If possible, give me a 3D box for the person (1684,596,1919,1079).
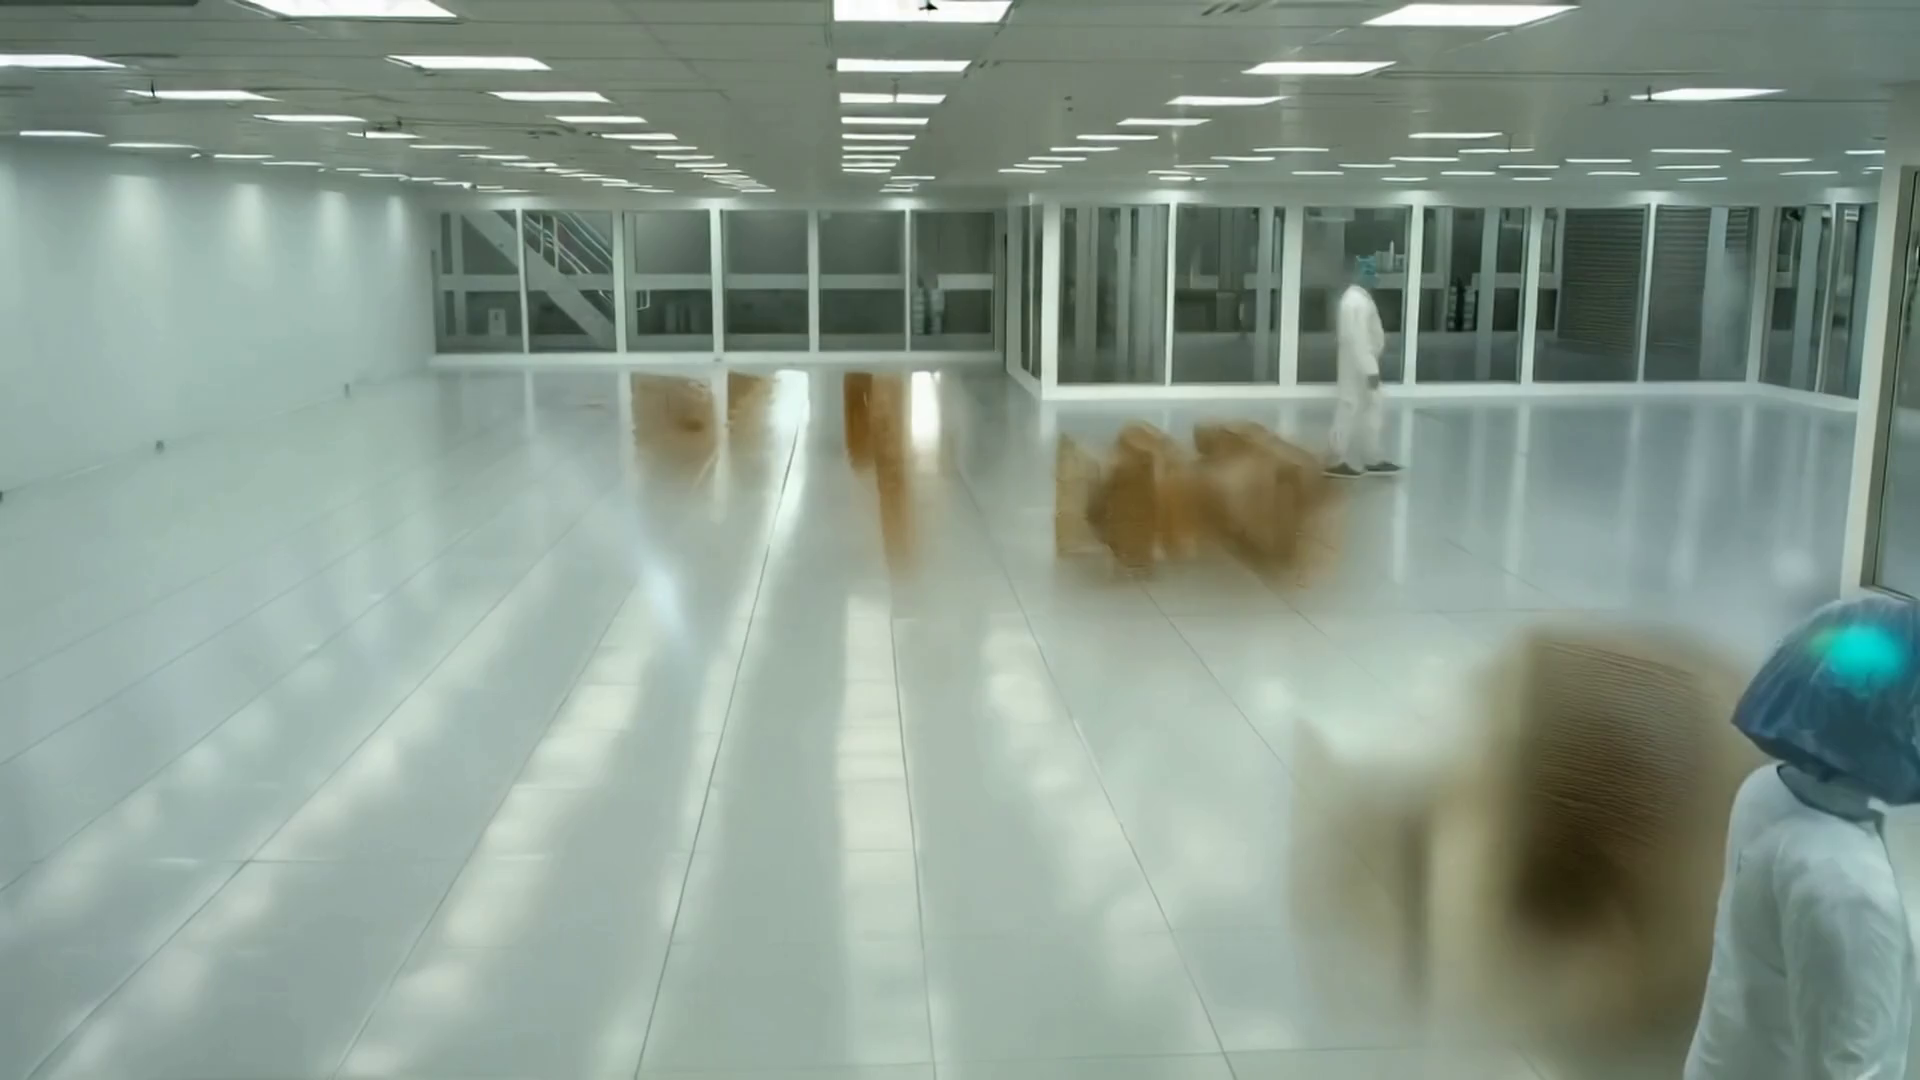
[{"bbox_3d":[1.130,0.870,2.265,0.288,1.626,0.497,3,11,14],"label":"person"}]

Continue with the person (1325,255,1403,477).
[{"bbox_3d":[3.490,-1.456,14.085,0.773,1.880,0.668,3,11,16],"label":"person"}]
